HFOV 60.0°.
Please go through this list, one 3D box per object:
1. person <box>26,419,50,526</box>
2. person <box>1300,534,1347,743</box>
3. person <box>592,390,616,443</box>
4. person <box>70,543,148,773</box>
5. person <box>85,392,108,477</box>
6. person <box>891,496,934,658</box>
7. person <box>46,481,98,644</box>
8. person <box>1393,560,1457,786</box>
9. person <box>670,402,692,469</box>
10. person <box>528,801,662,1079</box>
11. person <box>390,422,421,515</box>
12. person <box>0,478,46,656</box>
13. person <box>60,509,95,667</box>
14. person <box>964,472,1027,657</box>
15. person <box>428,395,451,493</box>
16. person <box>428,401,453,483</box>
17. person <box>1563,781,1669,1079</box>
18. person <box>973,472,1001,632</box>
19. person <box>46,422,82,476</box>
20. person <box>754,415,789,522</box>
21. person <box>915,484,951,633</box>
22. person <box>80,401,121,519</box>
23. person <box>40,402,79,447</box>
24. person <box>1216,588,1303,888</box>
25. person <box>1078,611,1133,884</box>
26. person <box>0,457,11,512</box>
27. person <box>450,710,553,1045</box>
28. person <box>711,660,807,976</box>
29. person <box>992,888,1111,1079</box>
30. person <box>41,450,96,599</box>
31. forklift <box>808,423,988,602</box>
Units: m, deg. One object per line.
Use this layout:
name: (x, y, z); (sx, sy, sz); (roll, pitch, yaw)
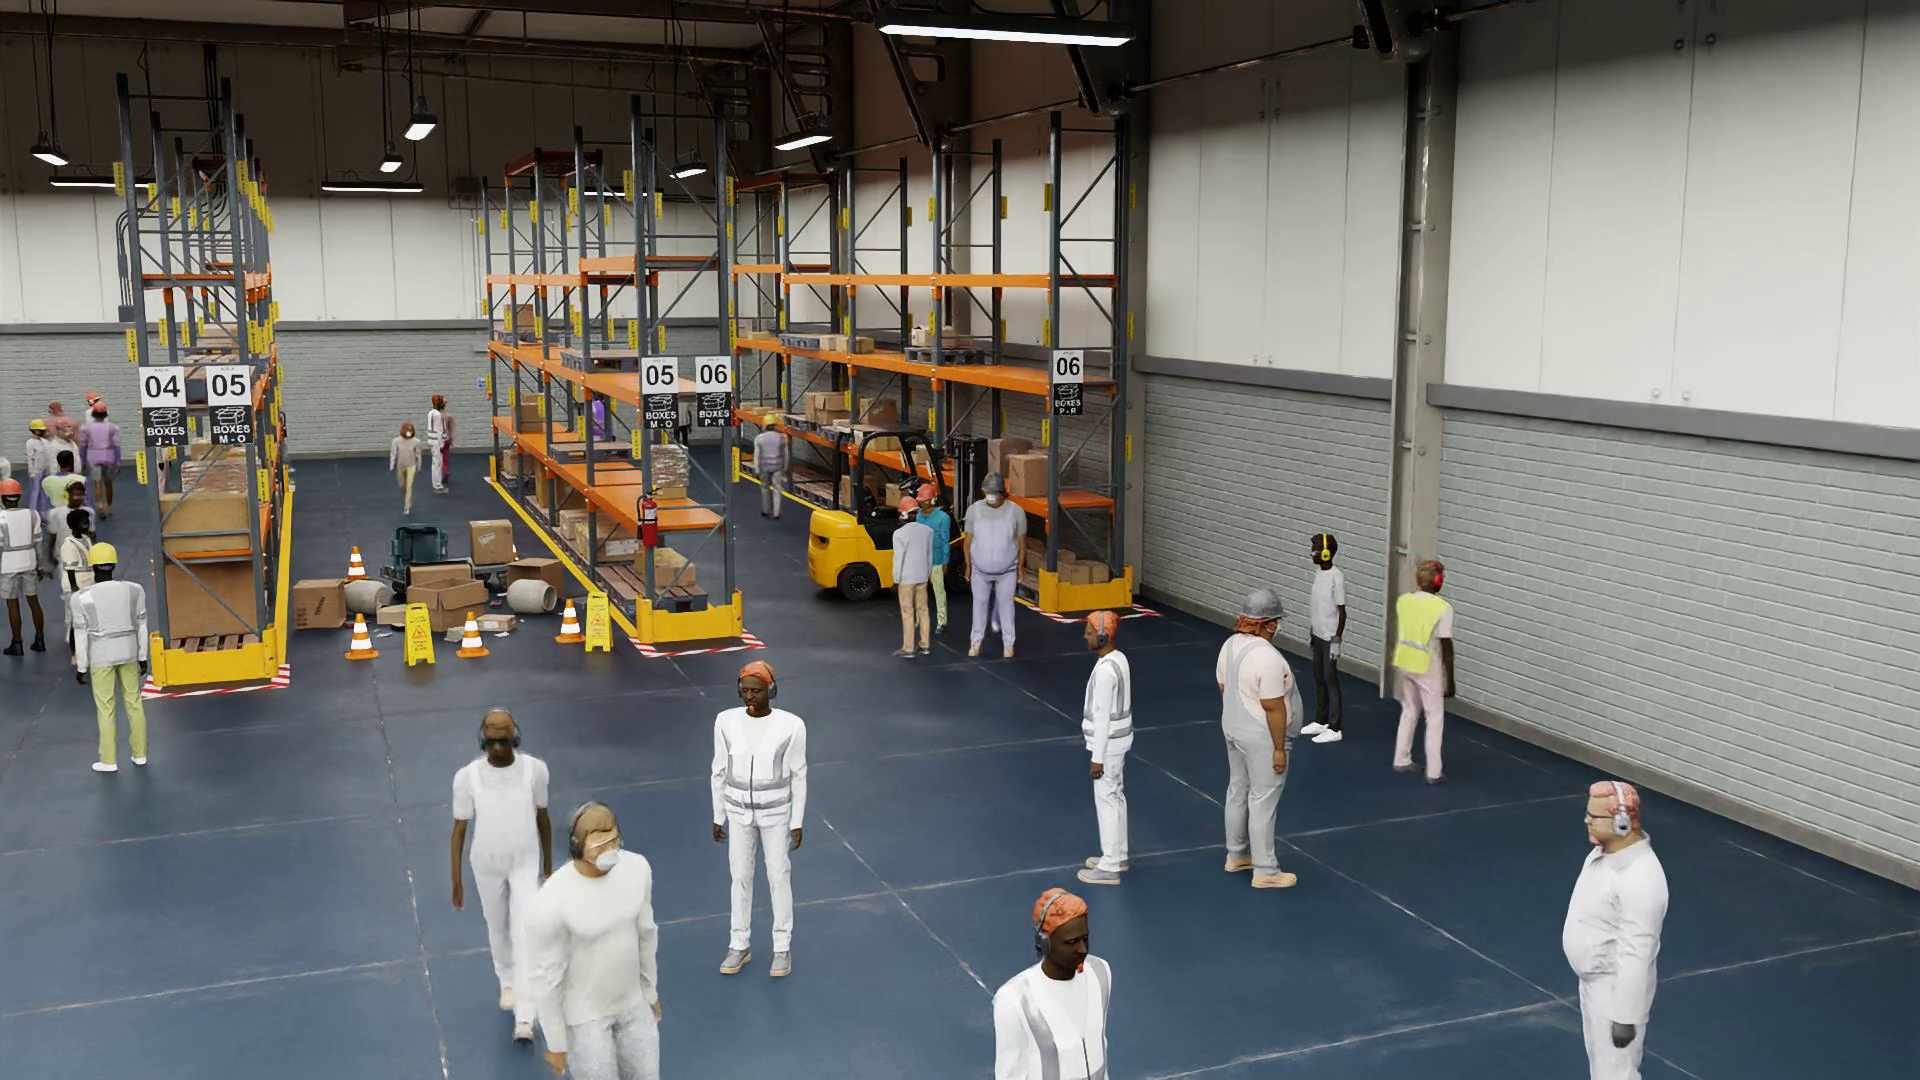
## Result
person: (-15.224, -1.117, 27.539); (0.328, 1.769, 0.526); (1, 9, 4)
person: (3.236, 0.865, 14.758); (0.313, 1.864, 0.534); (-2, 9, -13)
person: (-7.326, -2.155, 33.901); (0.625, 1.828, 0.431); (-5, 10, -29)
person: (-7.070, 0.977, 13.855); (0.364, 1.928, 0.586); (8, 12, 41)
person: (-17.776, -2.168, 34.230); (0.349, 1.743, 0.563); (2, 9, 14)
person: (-0.540, 0.395, 18.071); (0.573, 1.746, 0.346); (-9, 13, -44)
person: (-9.910, 0.256, 18.660); (0.705, 1.838, 0.543); (7, 12, 38)
person: (3.772, 1.076, 13.523); (0.419, 1.830, 0.601); (-5, 10, -31)
person: (-5.964, -2.431, 35.531); (0.513, 1.857, 0.315); (-6, 11, -33)
person: (-1.595, 2.036, 7.210); (0.519, 1.920, 0.644); (7, 11, 37)
person: (-9.650, -1.277, 29.029); (0.516, 1.603, 0.728); (-1, 9, -9)
person: (-10.290, 0.292, 18.133); (0.366, 1.935, 0.552); (6, 11, 33)
person: (-9.303, 0.504, 17.591); (0.323, 1.686, 0.538); (-1, 9, -7)
person: (0.370, 0.265, 17.978); (0.686, 2.000, 0.535); (1, 9, 8)
person: (-9.946, -1.831, 31.689); (0.359, 1.880, 0.575); (-5, 10, -29)
person: (-10.312, -1.979, 32.999); (0.343, 1.755, 0.552); (7, 12, 39)
person: (2.911, 2.005, 7.484); (0.401, 1.899, 0.646); (1, 9, 8)
person: (0.387, 0.119, 19.542); (0.496, 1.836, 0.849); (0, 9, 1)
person: (-13.871, -0.878, 25.749); (0.693, 1.896, 0.692); (0, 9, 1)
person: (-3.189, -1.212, 28.085); (0.588, 1.787, 0.867); (-1, 9, -8)
person: (-0.373, 0.210, 19.265); (0.562, 1.742, 0.359); (5, 10, 29)
person: (-14.643, -1.356, 28.364); (0.624, 2.007, 0.975); (-5, 10, -27)
person: (-16.413, -1.587, 30.257); (0.629, 1.848, 0.974); (-8, 12, -41)
person: (2.067, 1.322, 11.326); (0.538, 2.000, 0.684); (-4, 10, -21)
person: (1.000, 1.404, 11.339); (0.347, 1.876, 0.573); (2, 9, 12)
person: (-13.400, -0.505, 22.934); (0.611, 2.016, 0.877); (-3, 10, -18)
person: (-2.489, 1.807, 9.048); (0.535, 1.789, 0.978); (-2, 9, -15)
person: (-1.190, 1.640, 9.827); (0.576, 1.882, 0.355); (1, 9, 8)
person: (0.365, 2.213, 6.209); (0.583, 1.882, 0.348); (-9, 13, -44)
person: (-11.365, -0.192, 21.241); (0.593, 1.919, 0.392); (-1, 9, -4)
forklift: (-0.830, -0.399, 21.676); (2.313, 2.155, 1.214); (-4, 10, -21)
